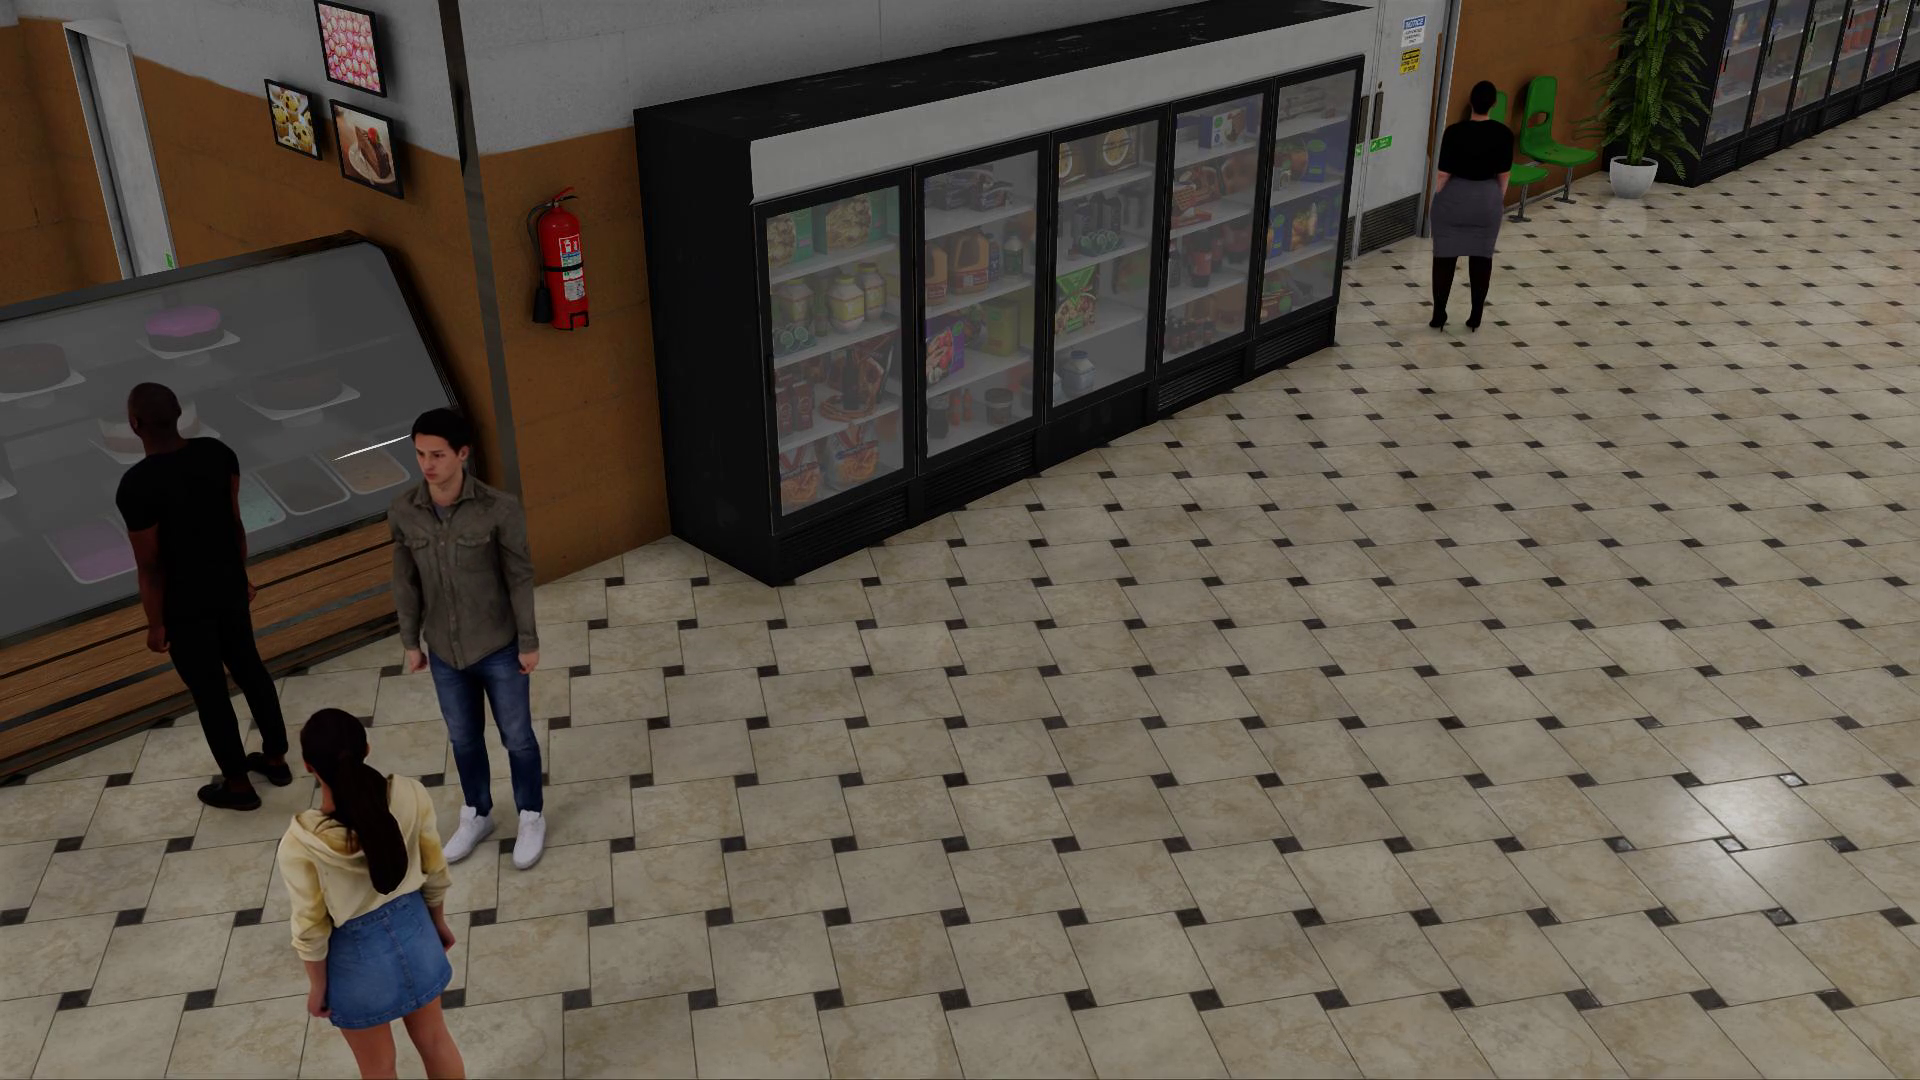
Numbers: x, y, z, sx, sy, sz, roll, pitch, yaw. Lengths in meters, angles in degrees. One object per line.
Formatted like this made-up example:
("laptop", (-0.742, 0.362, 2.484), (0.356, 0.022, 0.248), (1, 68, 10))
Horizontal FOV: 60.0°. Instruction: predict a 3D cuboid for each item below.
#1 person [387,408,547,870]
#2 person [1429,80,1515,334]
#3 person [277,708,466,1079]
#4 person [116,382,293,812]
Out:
("person", (-1.800, 0.366, 6.245), (0.756, 1.865, 0.845), (3, 27, 6))
("person", (3.567, -2.326, 11.671), (0.763, 1.758, 0.842), (3, 27, 6))
("person", (-1.697, 1.202, 4.855), (0.530, 1.631, 0.638), (23, 35, 38))
("person", (-2.981, 0.236, 6.553), (0.662, 1.819, 0.728), (13, 30, 24))
